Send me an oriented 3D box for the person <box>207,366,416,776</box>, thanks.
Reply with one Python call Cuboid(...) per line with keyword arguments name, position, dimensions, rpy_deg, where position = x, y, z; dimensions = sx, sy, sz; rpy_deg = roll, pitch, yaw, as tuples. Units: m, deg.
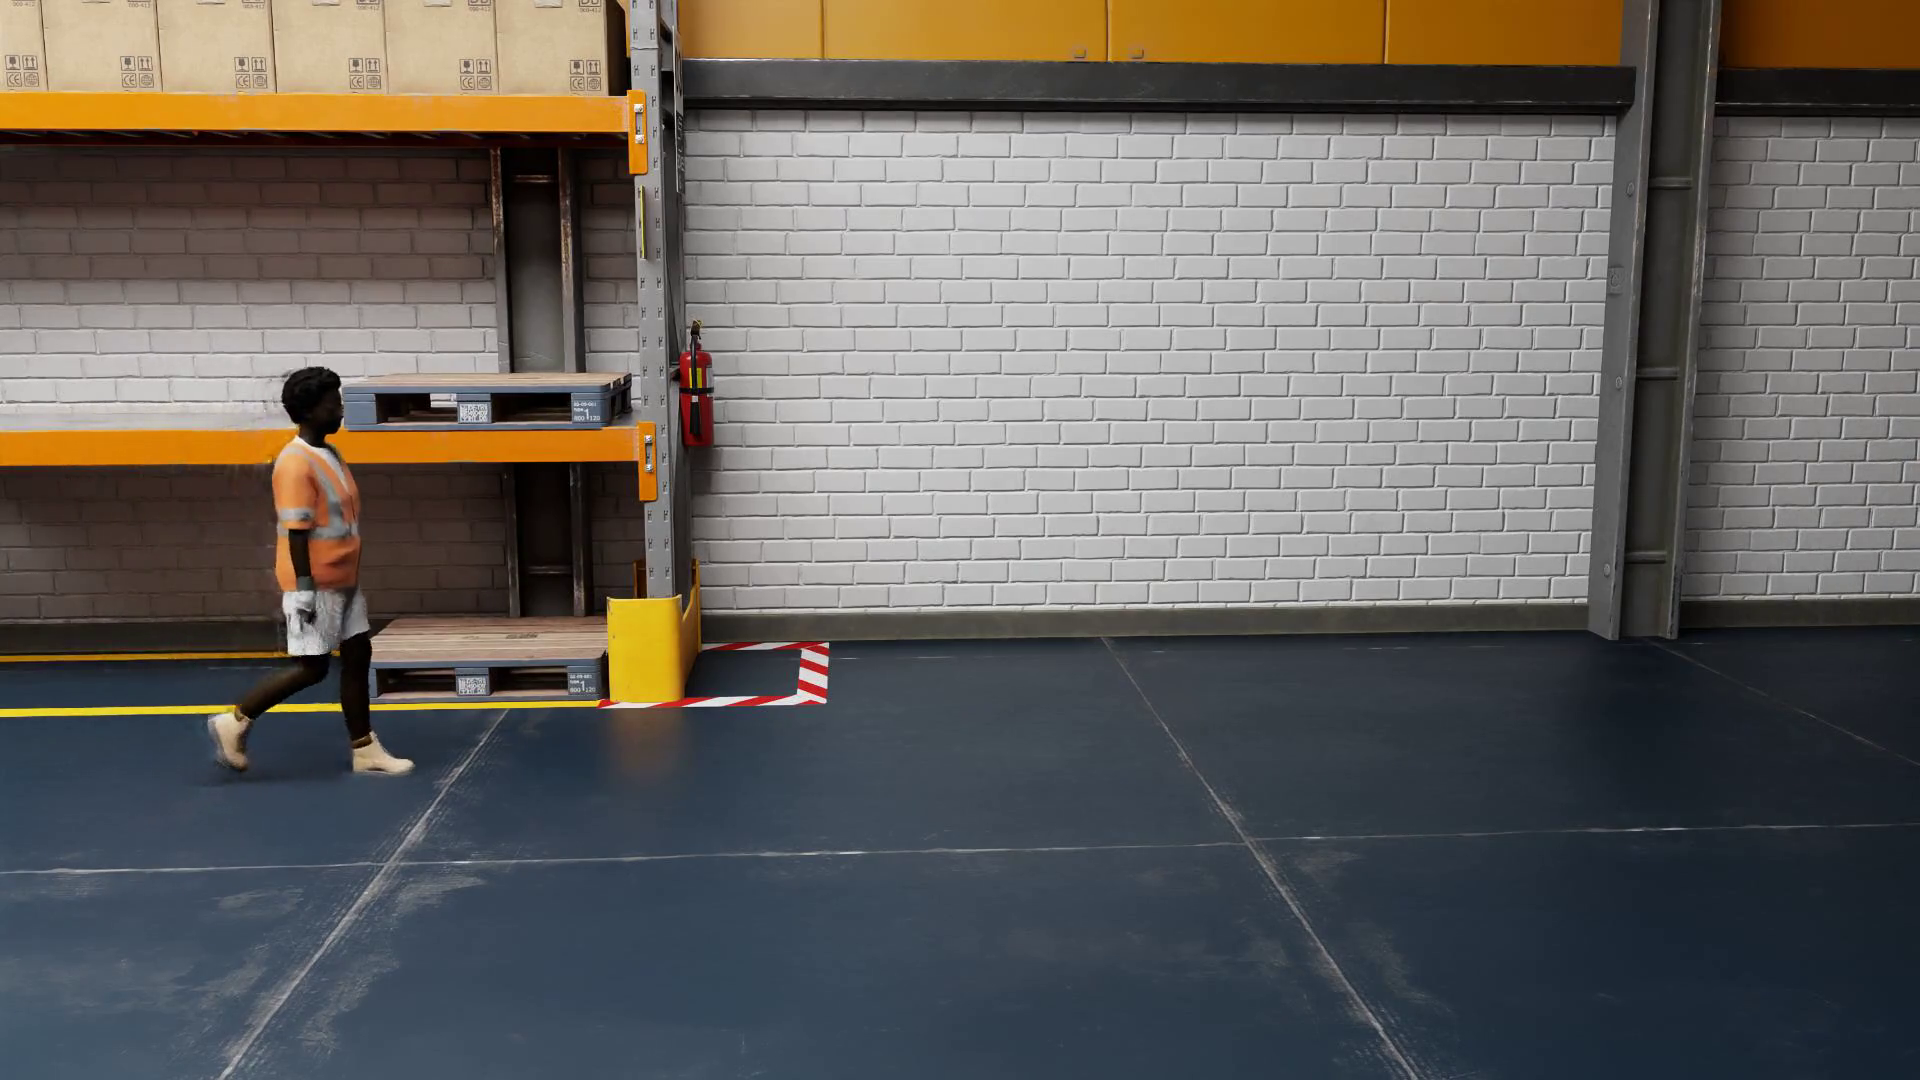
Cuboid(name="person", position=(-2.592, 0.145, 6.574), dimensions=(0.707, 1.674, 0.541), rpy_deg=(0, 9, -2))
